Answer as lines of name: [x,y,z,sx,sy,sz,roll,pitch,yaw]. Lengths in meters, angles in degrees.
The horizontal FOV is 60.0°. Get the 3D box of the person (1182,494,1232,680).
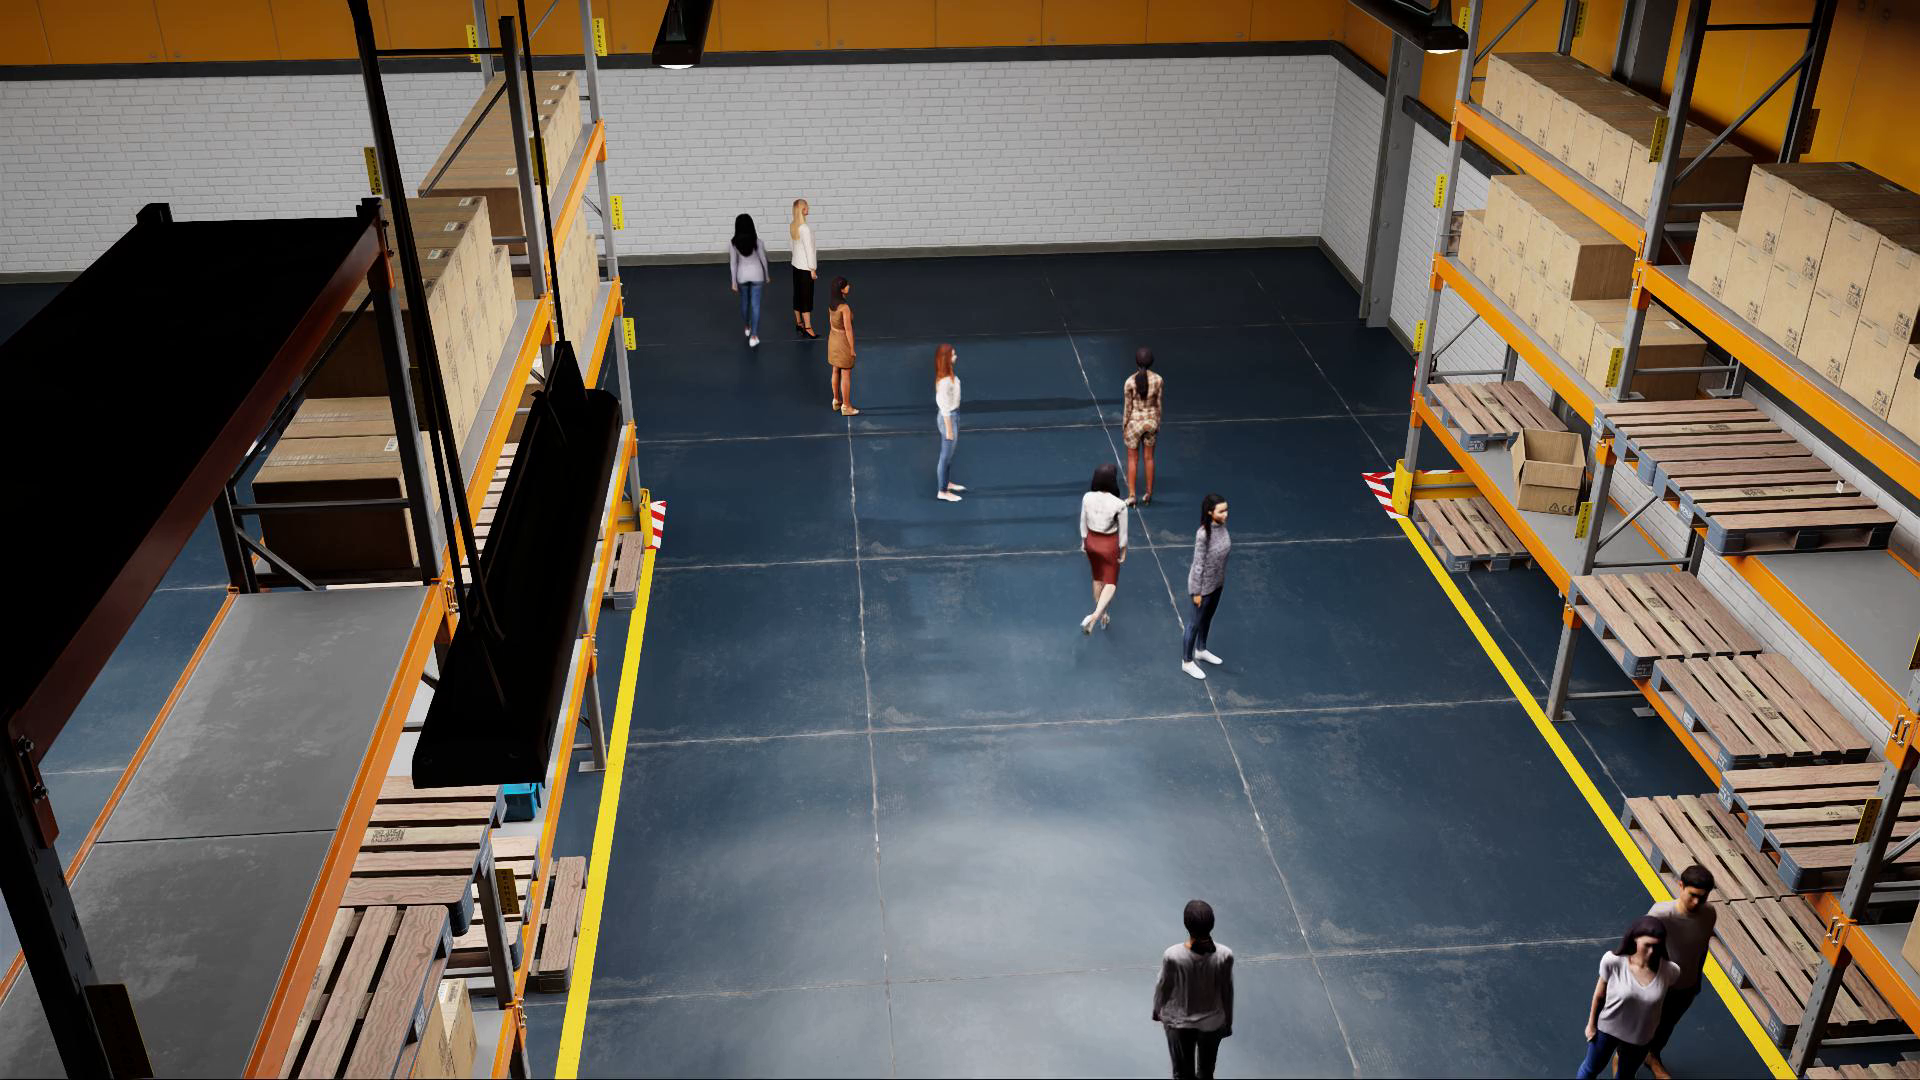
person: [2.170,0.365,14.627,0.740,1.732,0.675,21,35,33]

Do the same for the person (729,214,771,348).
person: [-2.701,-3.312,21.395,0.741,1.706,1.007,3,29,5]

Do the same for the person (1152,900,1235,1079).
person: [1.408,2.919,9.910,0.653,1.765,0.634,1,29,2]

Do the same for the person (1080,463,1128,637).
person: [1.269,0.137,15.044,0.887,1.733,1.034,12,31,21]

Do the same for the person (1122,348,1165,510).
person: [1.896,-1.163,17.365,0.611,1.793,0.579,-6,29,-11]

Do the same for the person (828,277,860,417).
person: [-1.389,-2.286,19.530,0.696,1.690,0.587,-17,33,-28]

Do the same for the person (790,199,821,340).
person: [-2.031,-3.524,21.625,0.743,1.859,0.626,-19,34,-30]

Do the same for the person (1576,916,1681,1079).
person: [3.975,2.931,9.972,0.644,1.685,0.592,4,29,7]

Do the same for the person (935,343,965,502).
person: [-0.144,-1.269,17.627,0.672,1.728,0.506,2,29,4]

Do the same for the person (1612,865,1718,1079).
person: [4.414,2.705,10.353,0.608,1.717,0.520,-4,29,-7]
